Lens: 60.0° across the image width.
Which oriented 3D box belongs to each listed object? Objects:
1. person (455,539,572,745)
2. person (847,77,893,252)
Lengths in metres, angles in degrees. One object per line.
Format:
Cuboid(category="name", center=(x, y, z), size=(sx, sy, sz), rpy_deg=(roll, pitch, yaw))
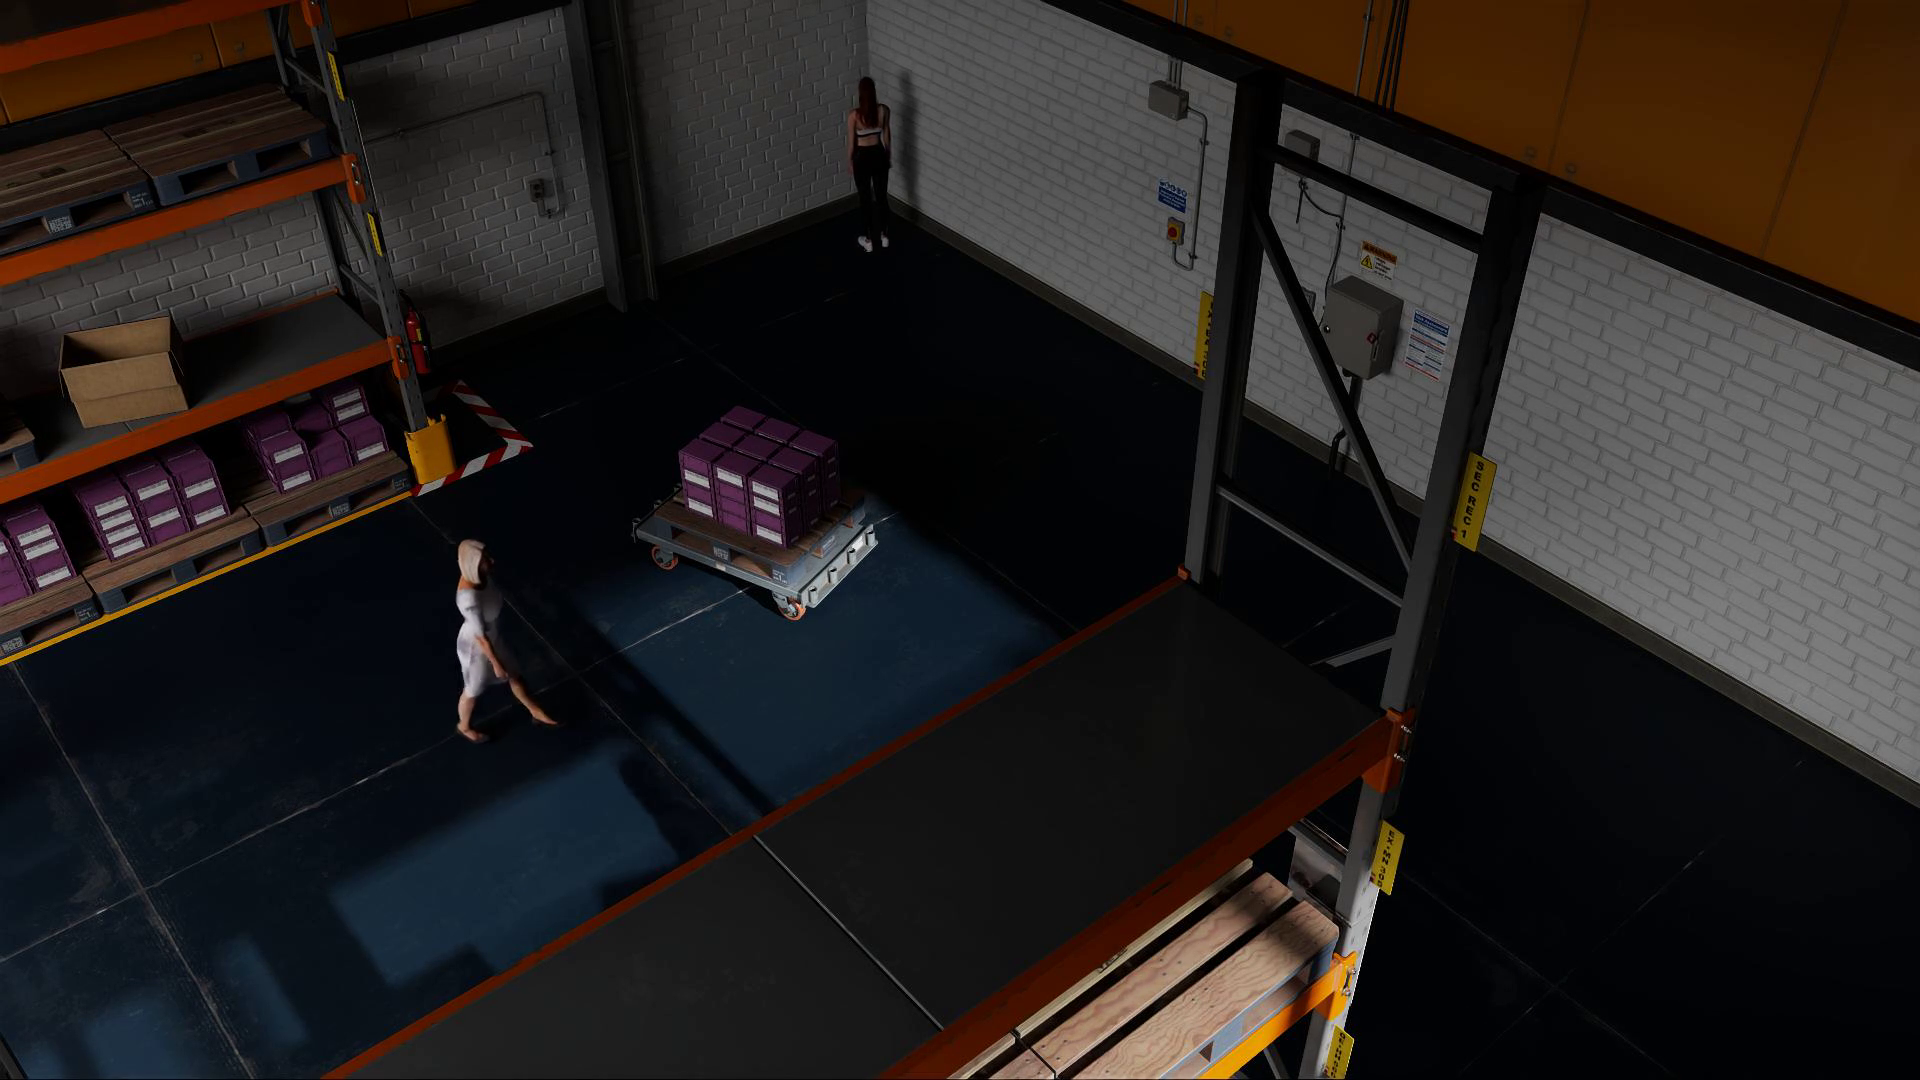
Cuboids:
Cuboid(category="person", center=(-3.124, 0.684, 10.601), size=(1.049, 1.709, 0.931), rpy_deg=(-2, 39, -2))
Cuboid(category="person", center=(-0.853, -3.598, 15.936), size=(0.579, 1.743, 0.716), rpy_deg=(-13, 40, -16))
